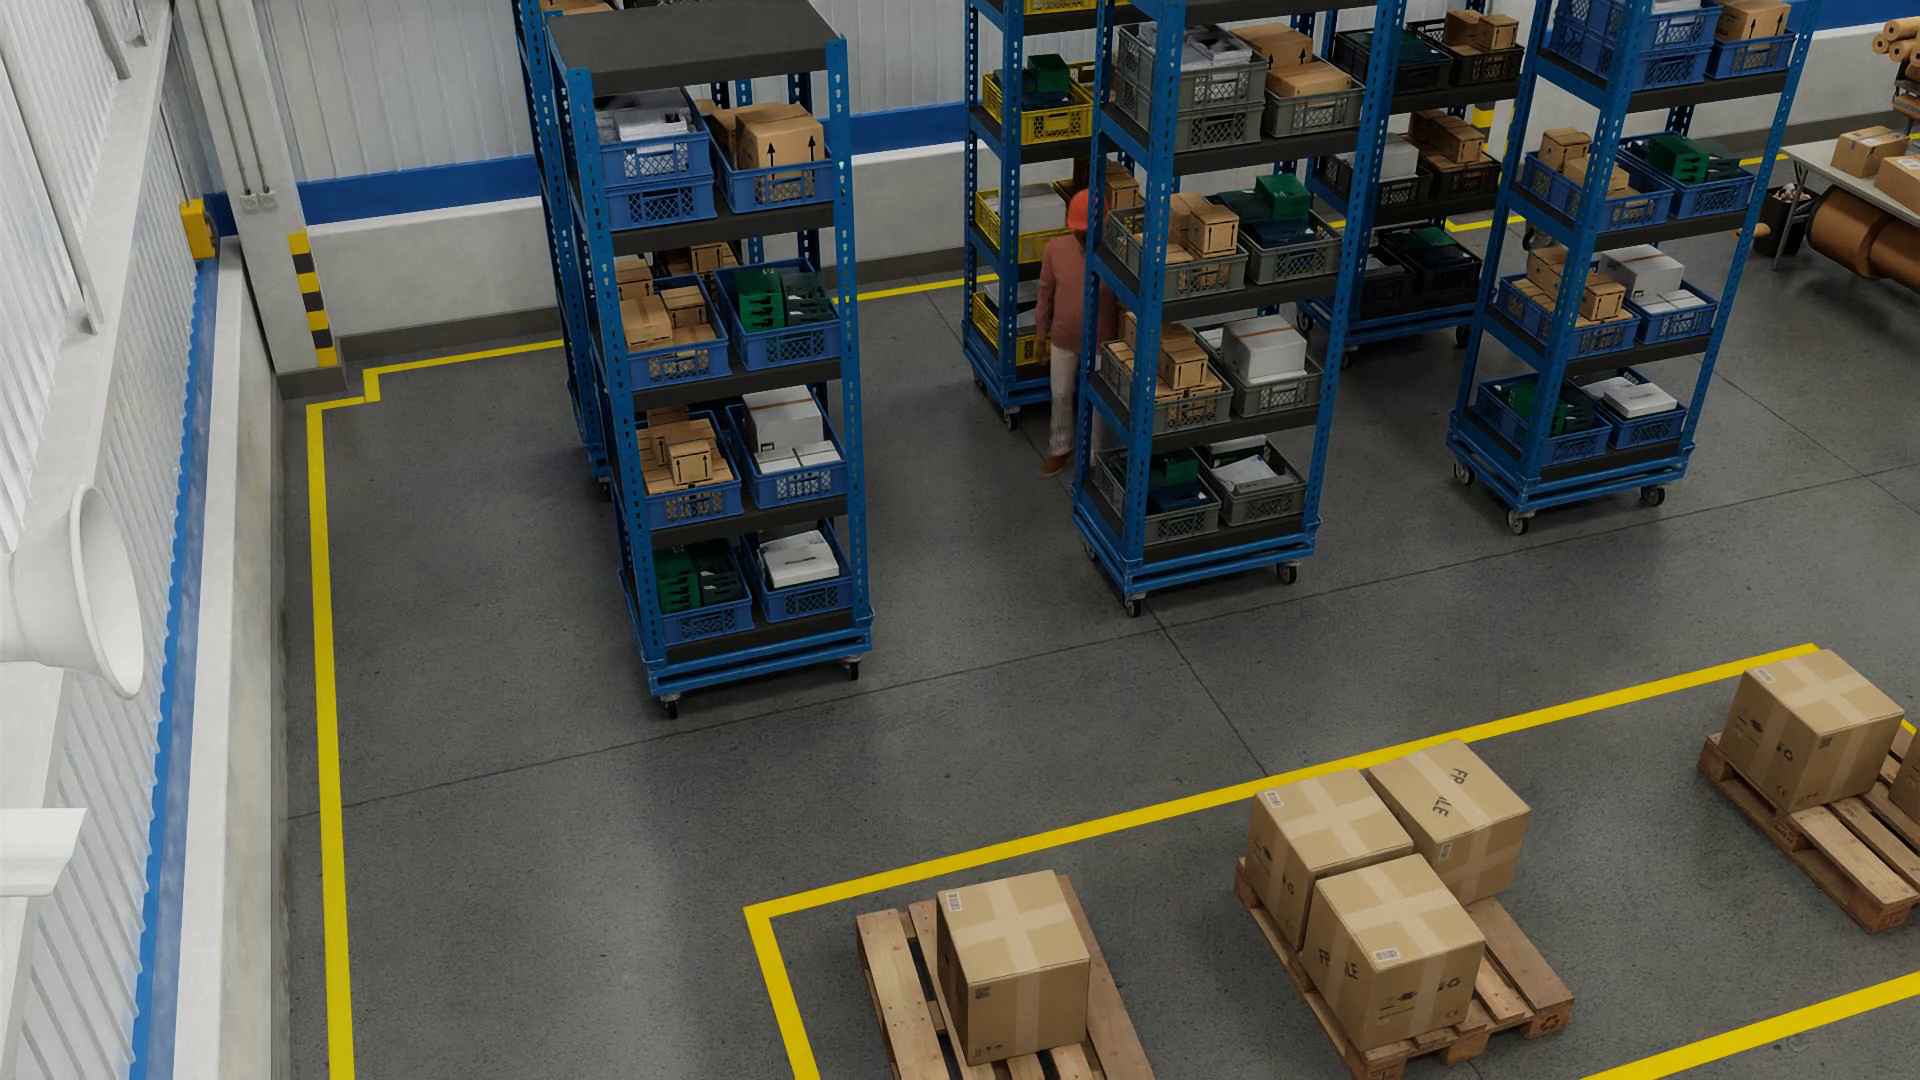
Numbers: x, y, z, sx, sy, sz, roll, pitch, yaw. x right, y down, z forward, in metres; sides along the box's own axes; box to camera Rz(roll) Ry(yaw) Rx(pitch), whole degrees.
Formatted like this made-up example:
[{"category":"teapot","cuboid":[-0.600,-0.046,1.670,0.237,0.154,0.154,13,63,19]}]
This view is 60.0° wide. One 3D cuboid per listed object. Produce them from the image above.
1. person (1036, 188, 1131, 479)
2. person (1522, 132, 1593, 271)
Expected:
[{"category":"person","cuboid":[0.758,-1.244,10.316,0.615,1.995,0.384,11,37,16]},{"category":"person","cuboid":[4.276,-2.134,11.886,0.518,1.632,0.314,25,42,31]}]
